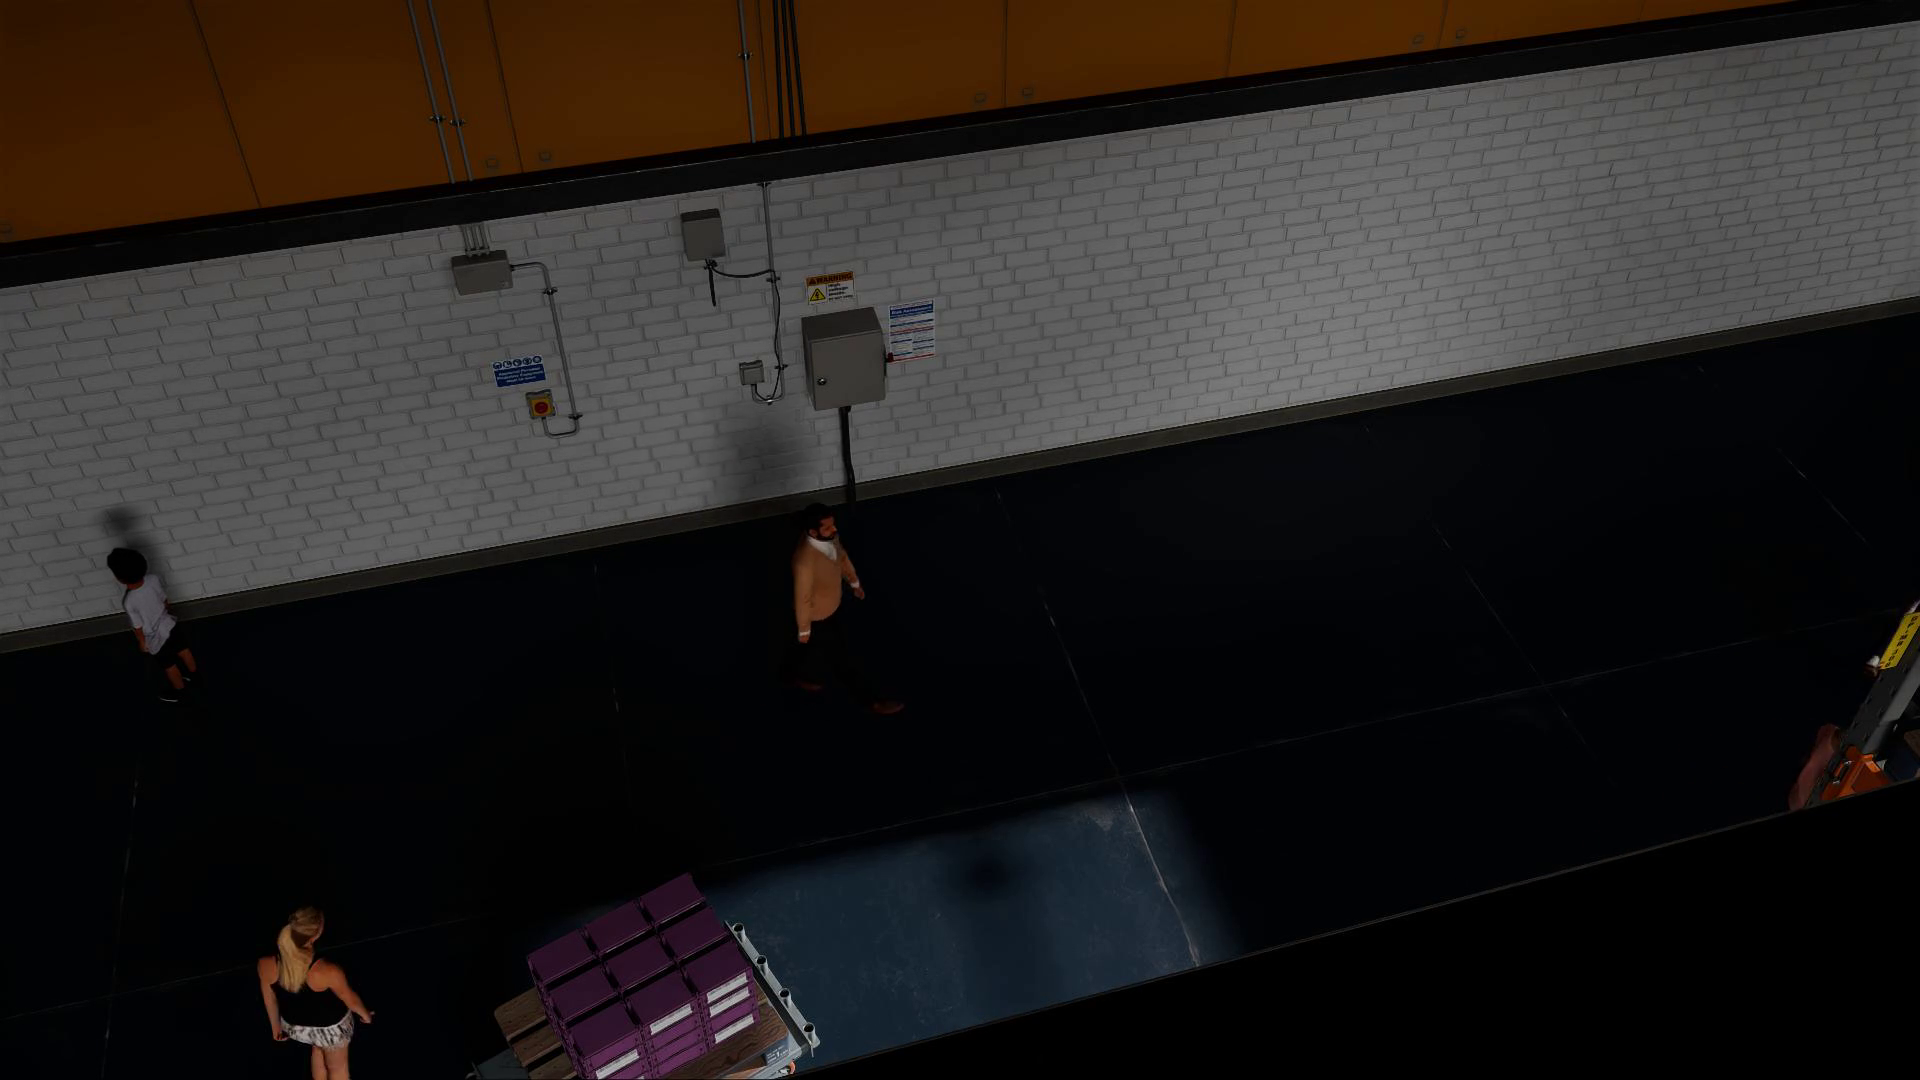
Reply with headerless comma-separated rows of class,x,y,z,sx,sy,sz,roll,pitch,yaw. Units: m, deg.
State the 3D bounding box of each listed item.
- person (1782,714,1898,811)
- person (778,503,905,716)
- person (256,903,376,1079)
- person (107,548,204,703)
person,4.683,1.512,9.258,0.708,1.713,0.598,-3,44,-4
person,-0.952,0.417,10.409,1.070,1.711,1.174,8,44,9
person,-3.180,2.456,8.195,0.742,1.813,0.750,-1,44,-1
person,-5.133,0.539,10.608,0.629,1.260,0.542,10,45,11
